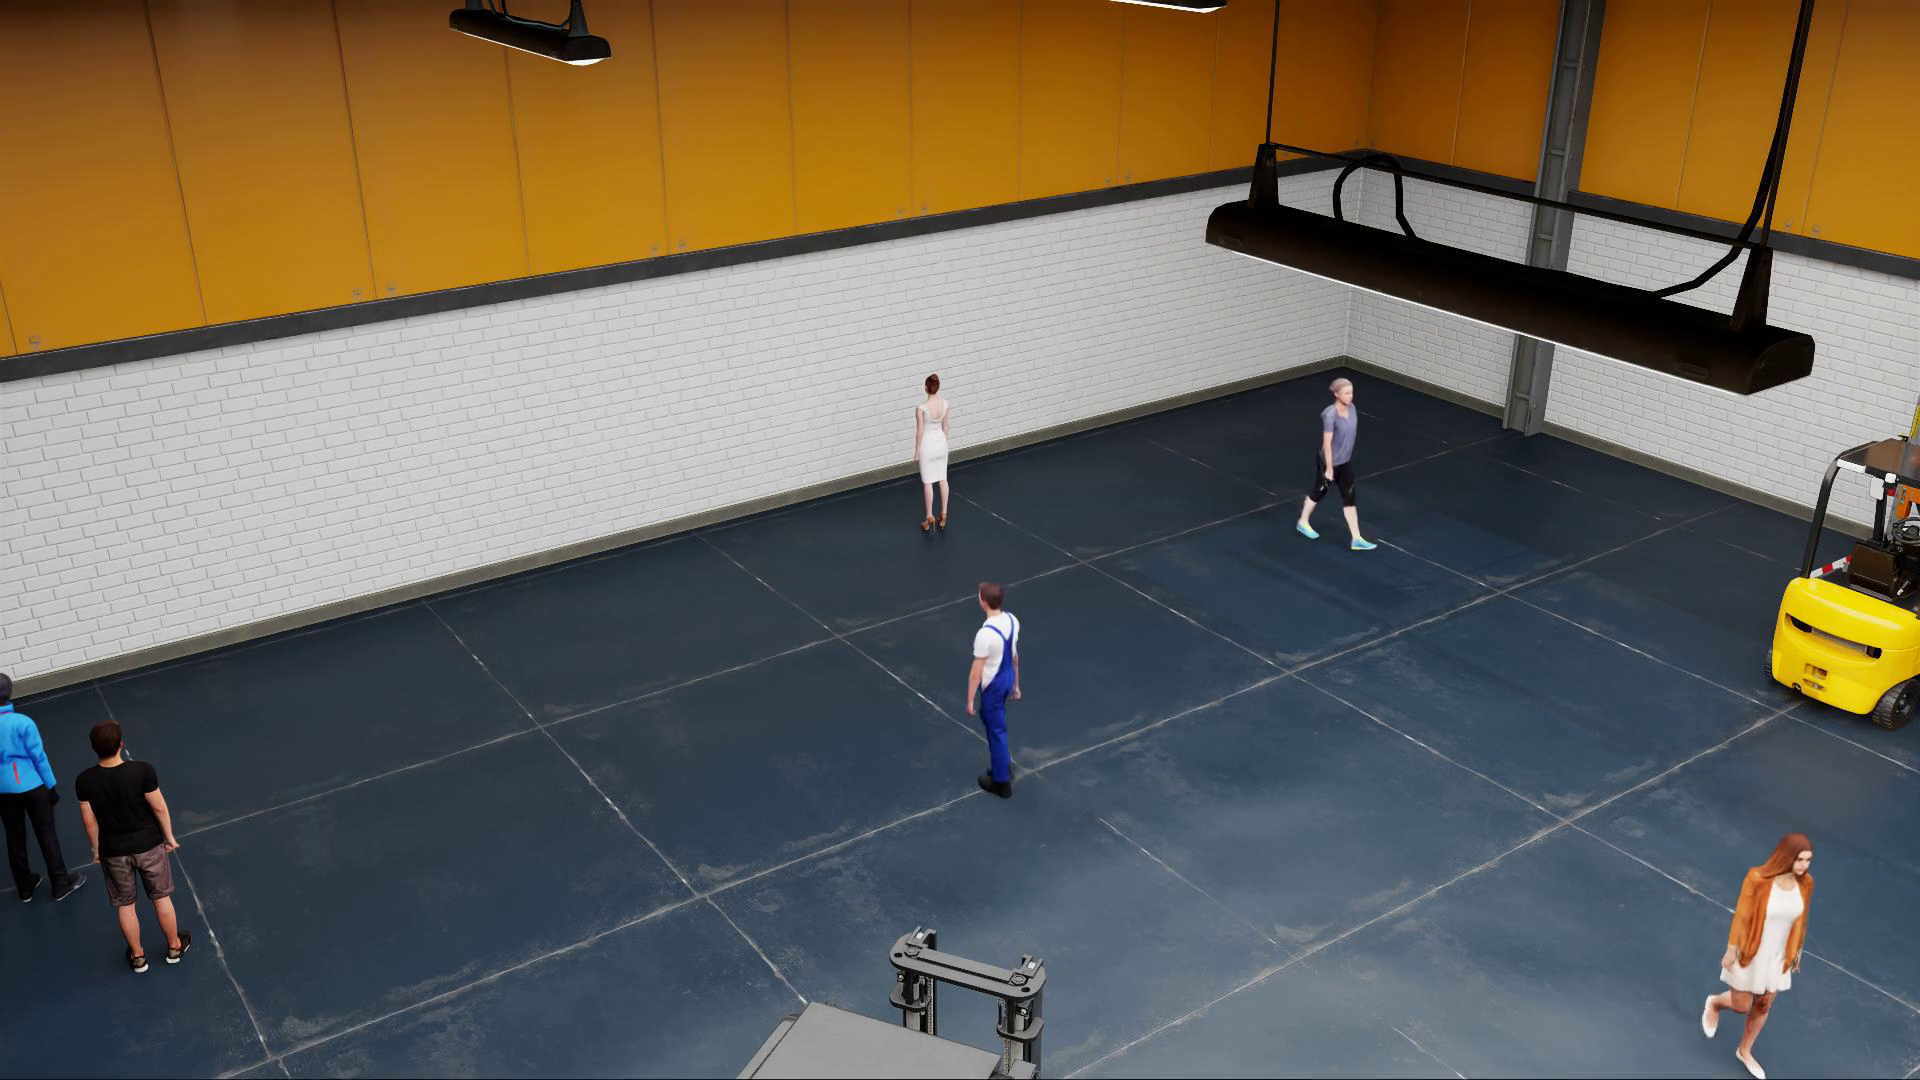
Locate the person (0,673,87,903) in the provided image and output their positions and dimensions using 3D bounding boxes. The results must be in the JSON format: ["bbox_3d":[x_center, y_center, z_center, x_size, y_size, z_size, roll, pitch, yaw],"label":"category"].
[{"bbox_3d":[-6.661,1.754,11.765,0.695,1.794,0.705,-1,24,-2],"label":"person"}]

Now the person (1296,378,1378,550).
[{"bbox_3d":[3.886,-0.810,17.579,0.736,1.835,1.228,-18,29,-35],"label":"person"}]

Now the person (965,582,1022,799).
[{"bbox_3d":[0.350,1.196,12.980,0.730,1.843,0.726,18,30,36],"label":"person"}]

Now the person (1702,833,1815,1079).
[{"bbox_3d":[4.885,2.477,10.219,0.822,1.707,0.902,-1,24,-2],"label":"person"}]

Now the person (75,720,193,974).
[{"bbox_3d":[-5.517,2.028,11.053,0.722,1.862,0.655,-10,25,-21],"label":"person"}]

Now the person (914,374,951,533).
[{"bbox_3d":[-0.288,-0.951,17.954,0.581,1.793,0.489,-13,27,-28],"label":"person"}]
